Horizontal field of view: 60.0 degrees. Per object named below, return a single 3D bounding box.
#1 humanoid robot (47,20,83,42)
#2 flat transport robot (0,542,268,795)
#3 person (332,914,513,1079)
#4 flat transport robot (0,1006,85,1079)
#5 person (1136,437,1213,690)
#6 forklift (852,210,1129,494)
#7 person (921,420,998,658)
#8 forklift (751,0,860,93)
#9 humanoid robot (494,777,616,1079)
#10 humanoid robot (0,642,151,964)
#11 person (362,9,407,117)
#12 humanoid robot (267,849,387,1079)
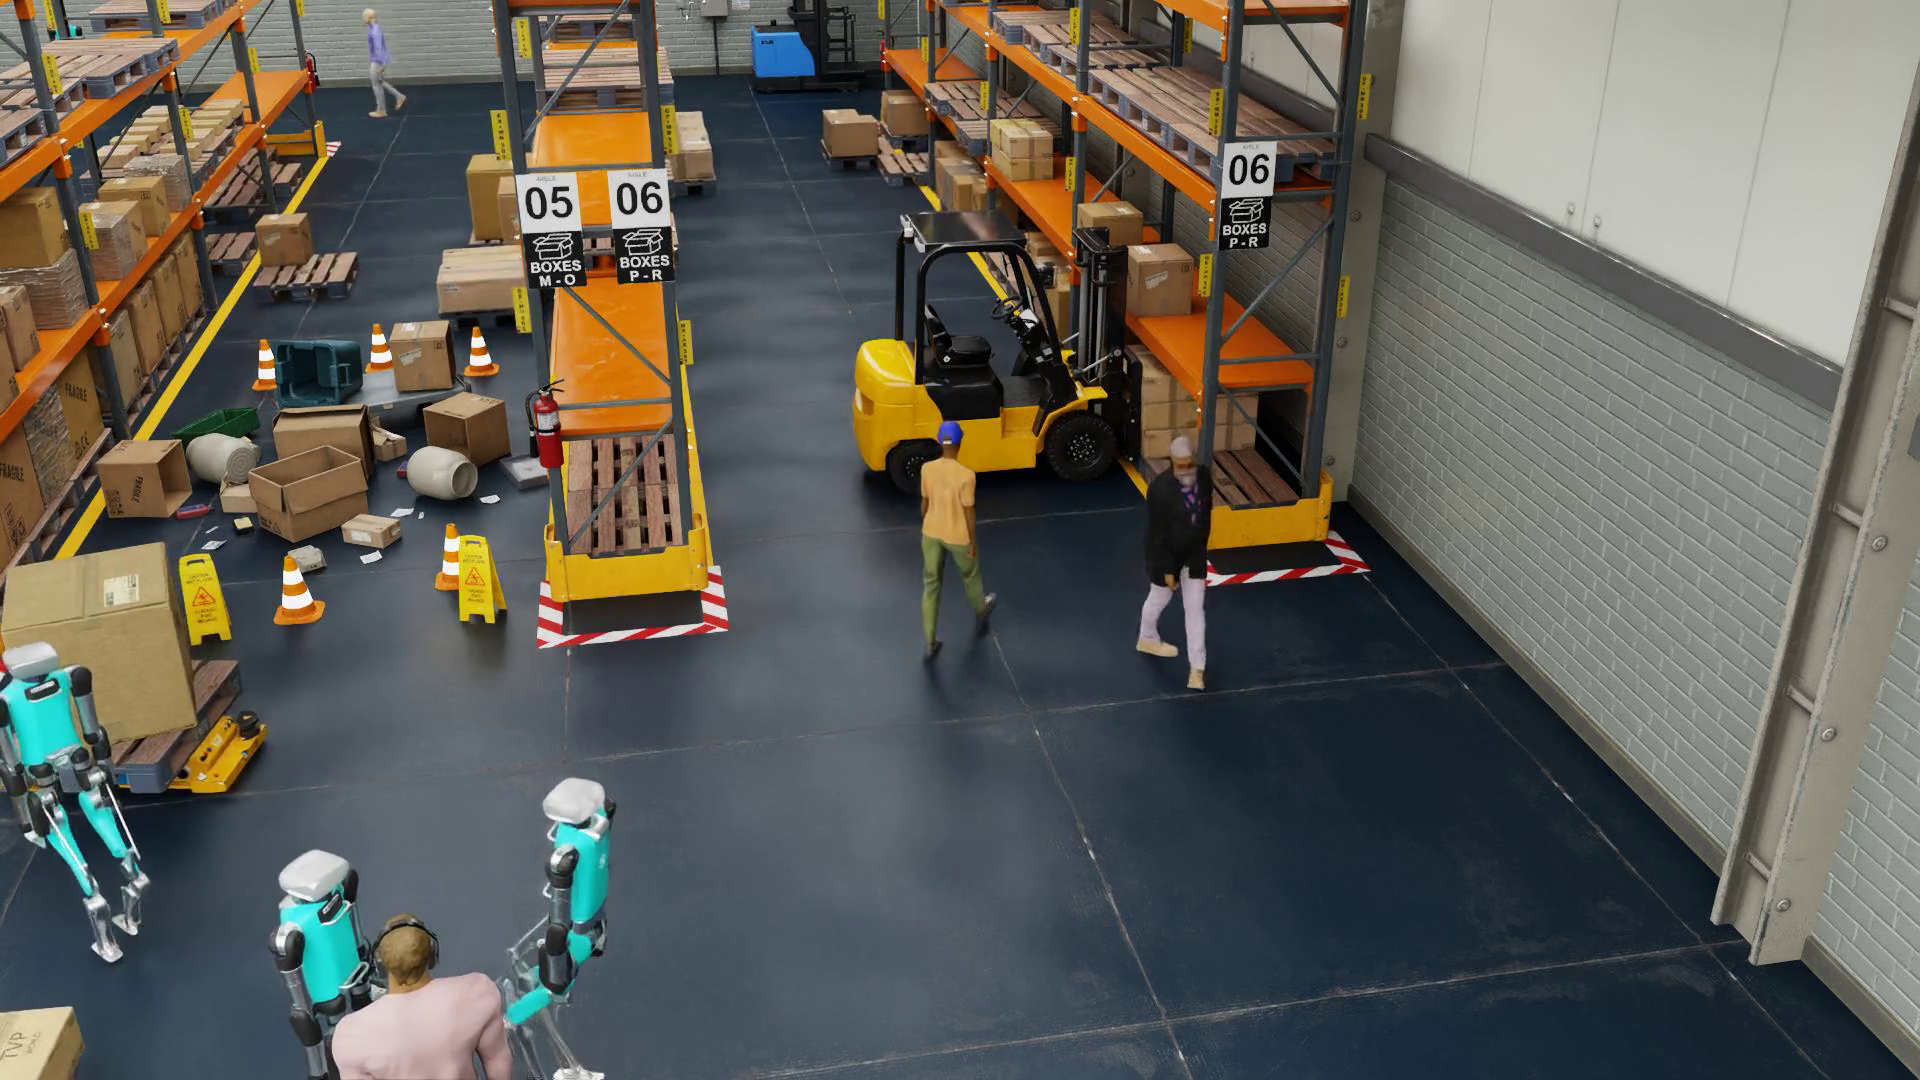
[{"bbox_3d":[-14.996,-7.949,27.983,0.530,1.725,1.019,-21,33,-37],"label":"humanoid robot"},{"bbox_3d":[-5.171,1.319,10.382,1.431,0.231,0.659,0,26,1],"label":"flat transport robot"},{"bbox_3d":[-2.038,2.270,6.473,0.635,1.937,0.356,-15,30,-29],"label":"person"},{"bbox_3d":[-4.450,2.823,7.250,1.431,0.231,0.659,-10,27,-19],"label":"flat transport robot"},{"bbox_3d":[1.480,0.109,11.149,0.563,1.791,0.825,-10,27,-19],"label":"person"},{"bbox_3d":[0.216,-1.659,14.366,2.313,2.155,1.214,-5,26,-10],"label":"forklift"},{"bbox_3d":[-0.045,-0.060,11.632,0.457,1.670,0.893,10,27,20],"label":"person"},{"bbox_3d":[-2.872,-9.679,30.288,1.873,2.768,1.129,-5,26,-10],"label":"forklift"},{"bbox_3d":[-1.894,1.845,7.575,0.720,1.768,0.538,5,26,10],"label":"humanoid robot"},{"bbox_3d":[-4.446,1.408,8.489,0.723,1.771,0.537,18,31,33],"label":"humanoid robot"},{"bbox_3d":[-9.853,-8.120,28.288,0.568,1.781,0.593,-7,27,-15],"label":"person"},{"bbox_3d":[-2.420,2.138,7.018,0.664,1.831,0.541,4,26,9],"label":"humanoid robot"}]
